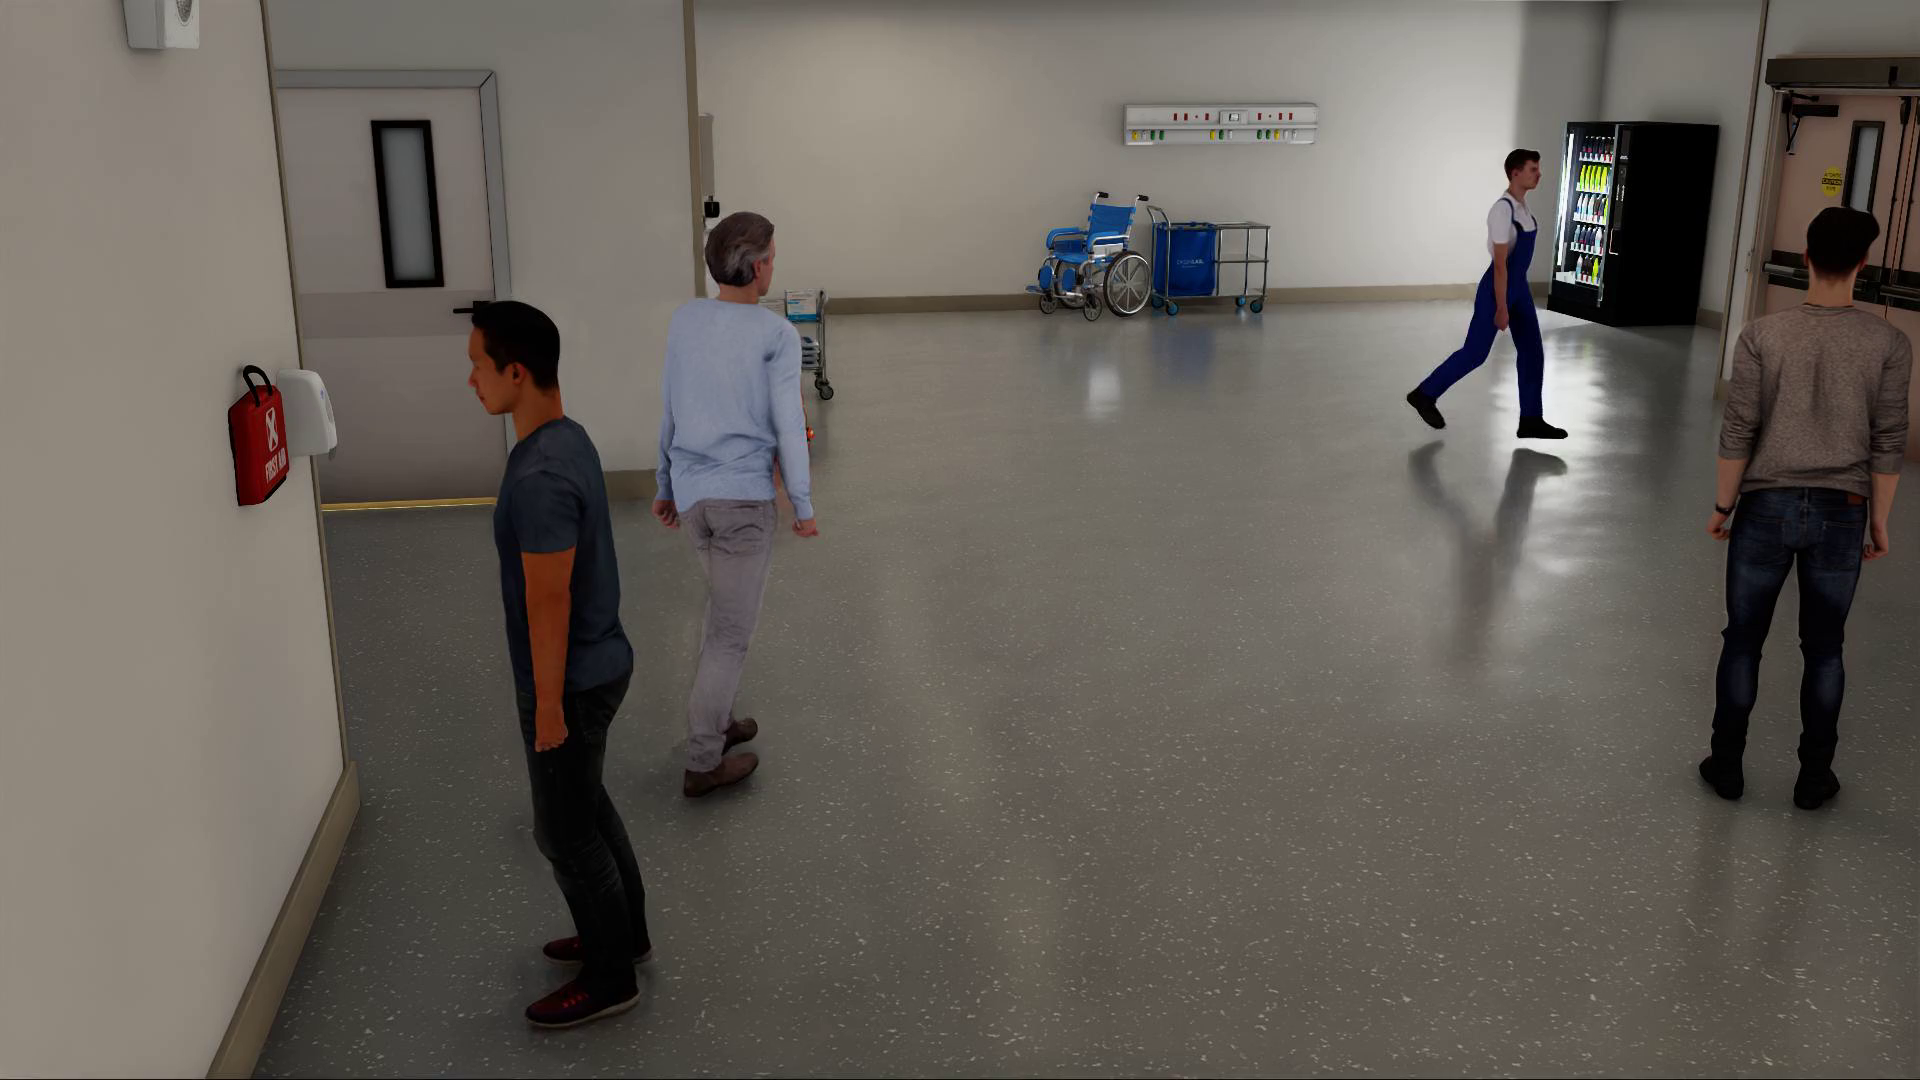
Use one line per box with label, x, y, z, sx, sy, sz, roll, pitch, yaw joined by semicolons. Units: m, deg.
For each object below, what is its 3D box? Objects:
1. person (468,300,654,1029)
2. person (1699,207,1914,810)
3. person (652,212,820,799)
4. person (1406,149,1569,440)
person;-0.939;0.309;4.077;0.719;1.792;0.486;-3;16;-10
person;2.660;-0.082;5.259;0.774;1.904;0.781;6;17;22
person;-0.802;-0.078;5.327;0.870;1.859;0.930;10;19;32
person;3.360;-1.538;10.593;1.296;1.811;1.193;12;20;37
